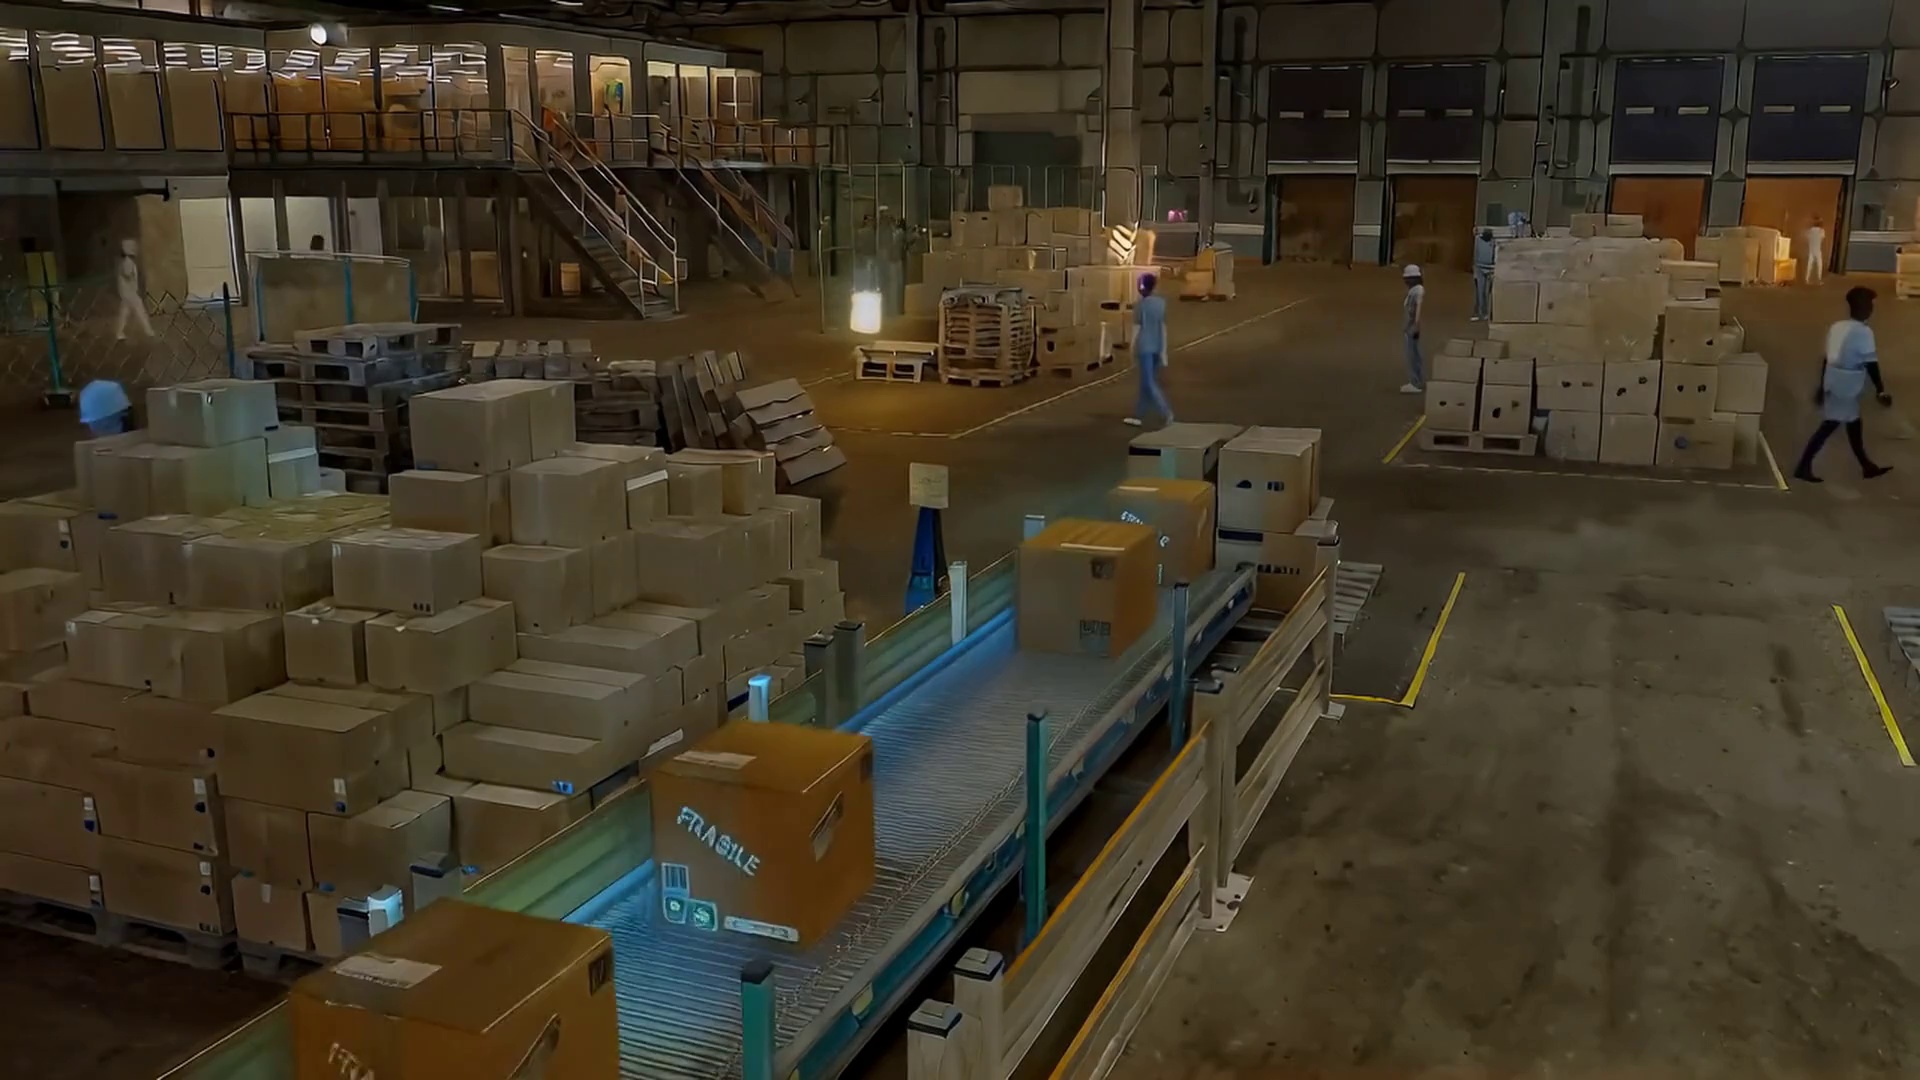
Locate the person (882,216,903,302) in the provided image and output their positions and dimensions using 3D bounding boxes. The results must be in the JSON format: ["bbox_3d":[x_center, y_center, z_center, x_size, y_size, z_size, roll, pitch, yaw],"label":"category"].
[{"bbox_3d":[-1.516,-6.399,37.989,0.640,1.957,0.484,9,15,35],"label":"person"}]

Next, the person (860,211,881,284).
[{"bbox_3d":[-2.371,-7.707,43.921,0.565,1.919,0.451,2,13,8],"label":"person"}]

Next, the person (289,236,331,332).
[{"bbox_3d":[-11.421,-4.411,29.278,0.416,1.859,0.695,11,17,41],"label":"person"}]

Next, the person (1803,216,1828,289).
[{"bbox_3d":[21.959,-7.358,42.572,0.929,1.822,0.538,-8,15,-32],"label":"person"}]

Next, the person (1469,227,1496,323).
[{"bbox_3d":[10.459,-5.267,33.071,0.355,1.883,0.575,-9,15,-35],"label":"person"}]

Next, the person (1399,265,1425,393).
[{"bbox_3d":[6.175,-2.884,22.723,0.338,1.736,0.488,2,13,8],"label":"person"}]

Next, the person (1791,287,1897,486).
[{"bbox_3d":[8.535,-1.456,15.930,1.038,1.907,0.618,1,13,5],"label":"person"}]

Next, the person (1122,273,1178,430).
[{"bbox_3d":[2.249,-2.205,19.493,0.533,1.826,0.937,-11,17,-40],"label":"person"}]

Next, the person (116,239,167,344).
[{"bbox_3d":[-14.393,-4.336,29.064,0.906,1.800,0.528,-6,14,-25],"label":"person"}]

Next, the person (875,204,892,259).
[{"bbox_3d":[-2.600,-10.492,56.611,0.619,1.839,0.430,-4,13,-16],"label":"person"}]

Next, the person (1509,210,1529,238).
[{"bbox_3d":[15.013,-7.888,44.701,0.604,1.937,0.403,-4,13,-18],"label":"person"}]

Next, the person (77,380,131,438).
[{"bbox_3d":[-4.654,-0.001,9.454,0.562,1.890,0.937,5,13,20],"label":"person"}]
